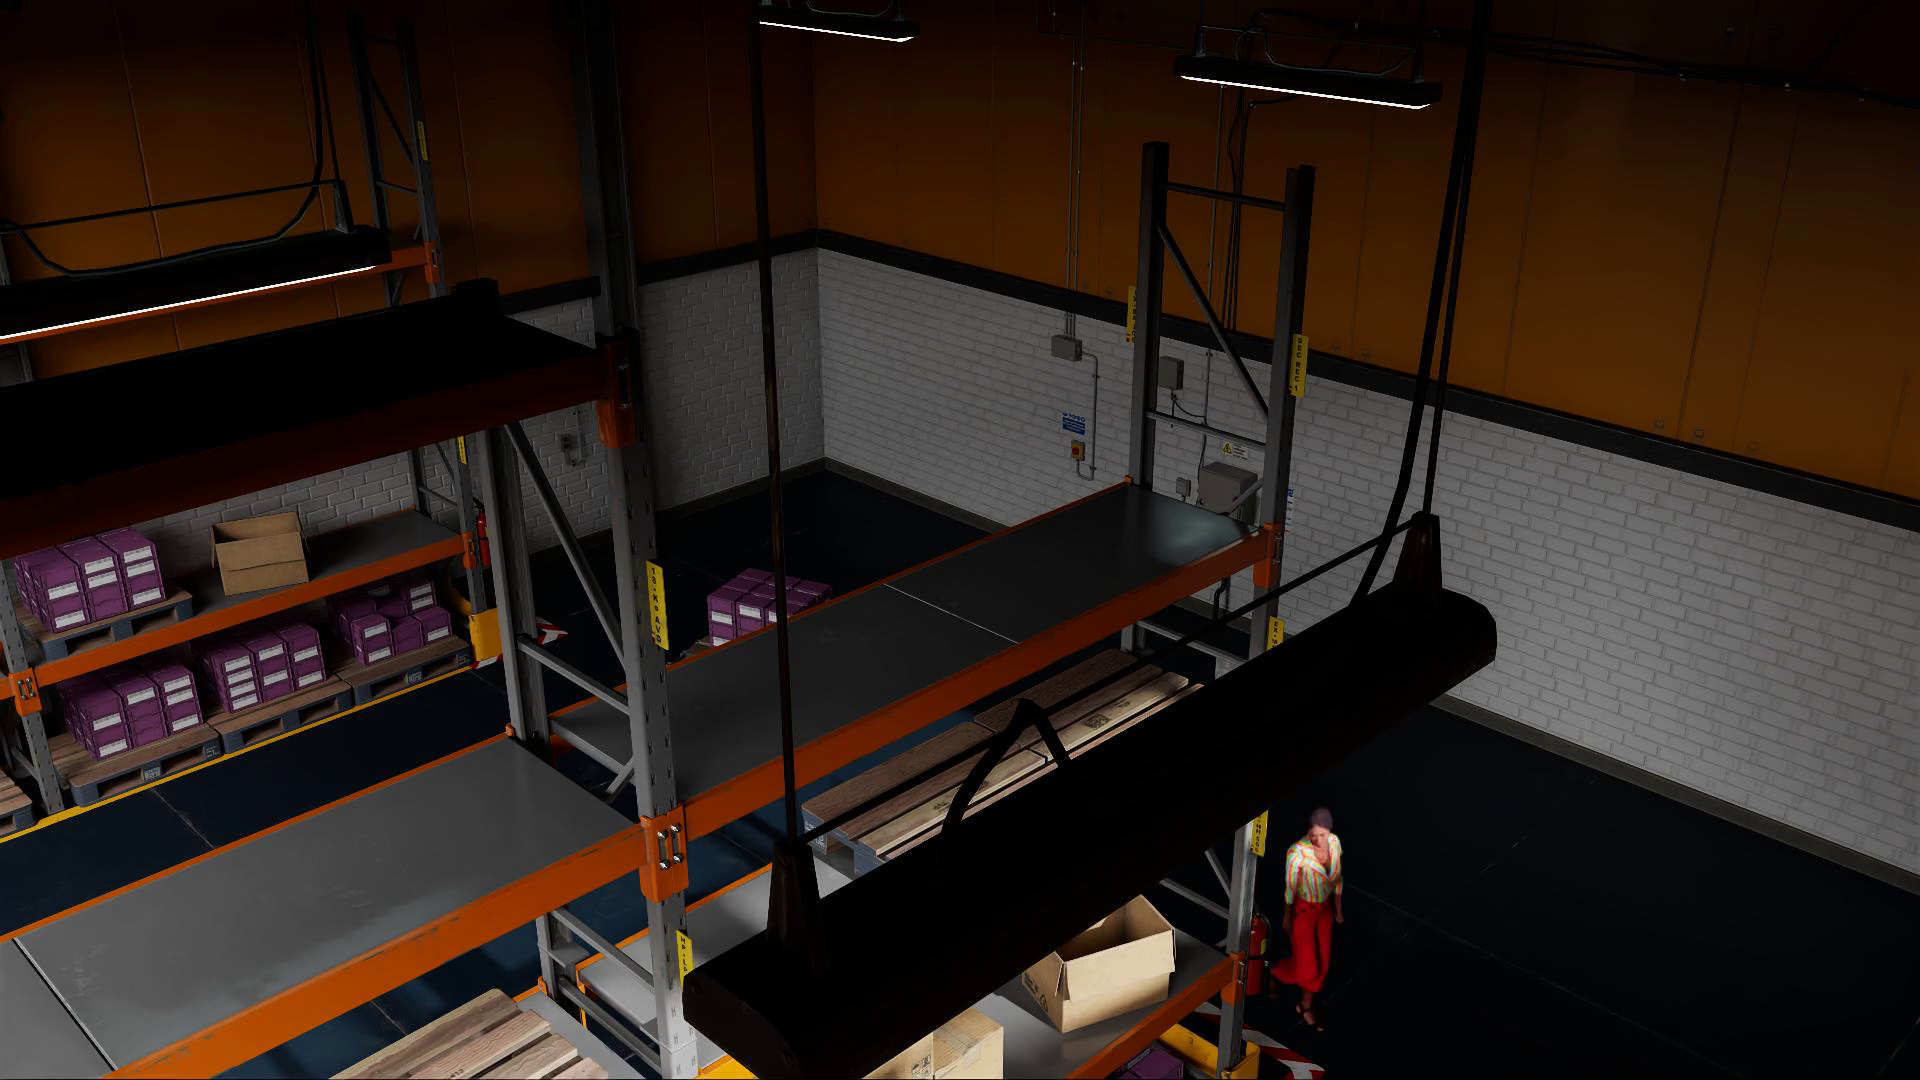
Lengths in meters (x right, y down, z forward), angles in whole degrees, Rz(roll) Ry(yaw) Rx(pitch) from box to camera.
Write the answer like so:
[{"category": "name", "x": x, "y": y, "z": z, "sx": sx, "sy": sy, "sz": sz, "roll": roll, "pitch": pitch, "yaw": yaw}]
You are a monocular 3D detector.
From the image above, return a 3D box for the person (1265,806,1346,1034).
[{"category": "person", "x": 2.256, "y": 2.476, "z": 11.067, "sx": 0.778, "sy": 1.774, "sz": 0.733, "roll": -17, "pitch": 29, "yaw": -34}]
